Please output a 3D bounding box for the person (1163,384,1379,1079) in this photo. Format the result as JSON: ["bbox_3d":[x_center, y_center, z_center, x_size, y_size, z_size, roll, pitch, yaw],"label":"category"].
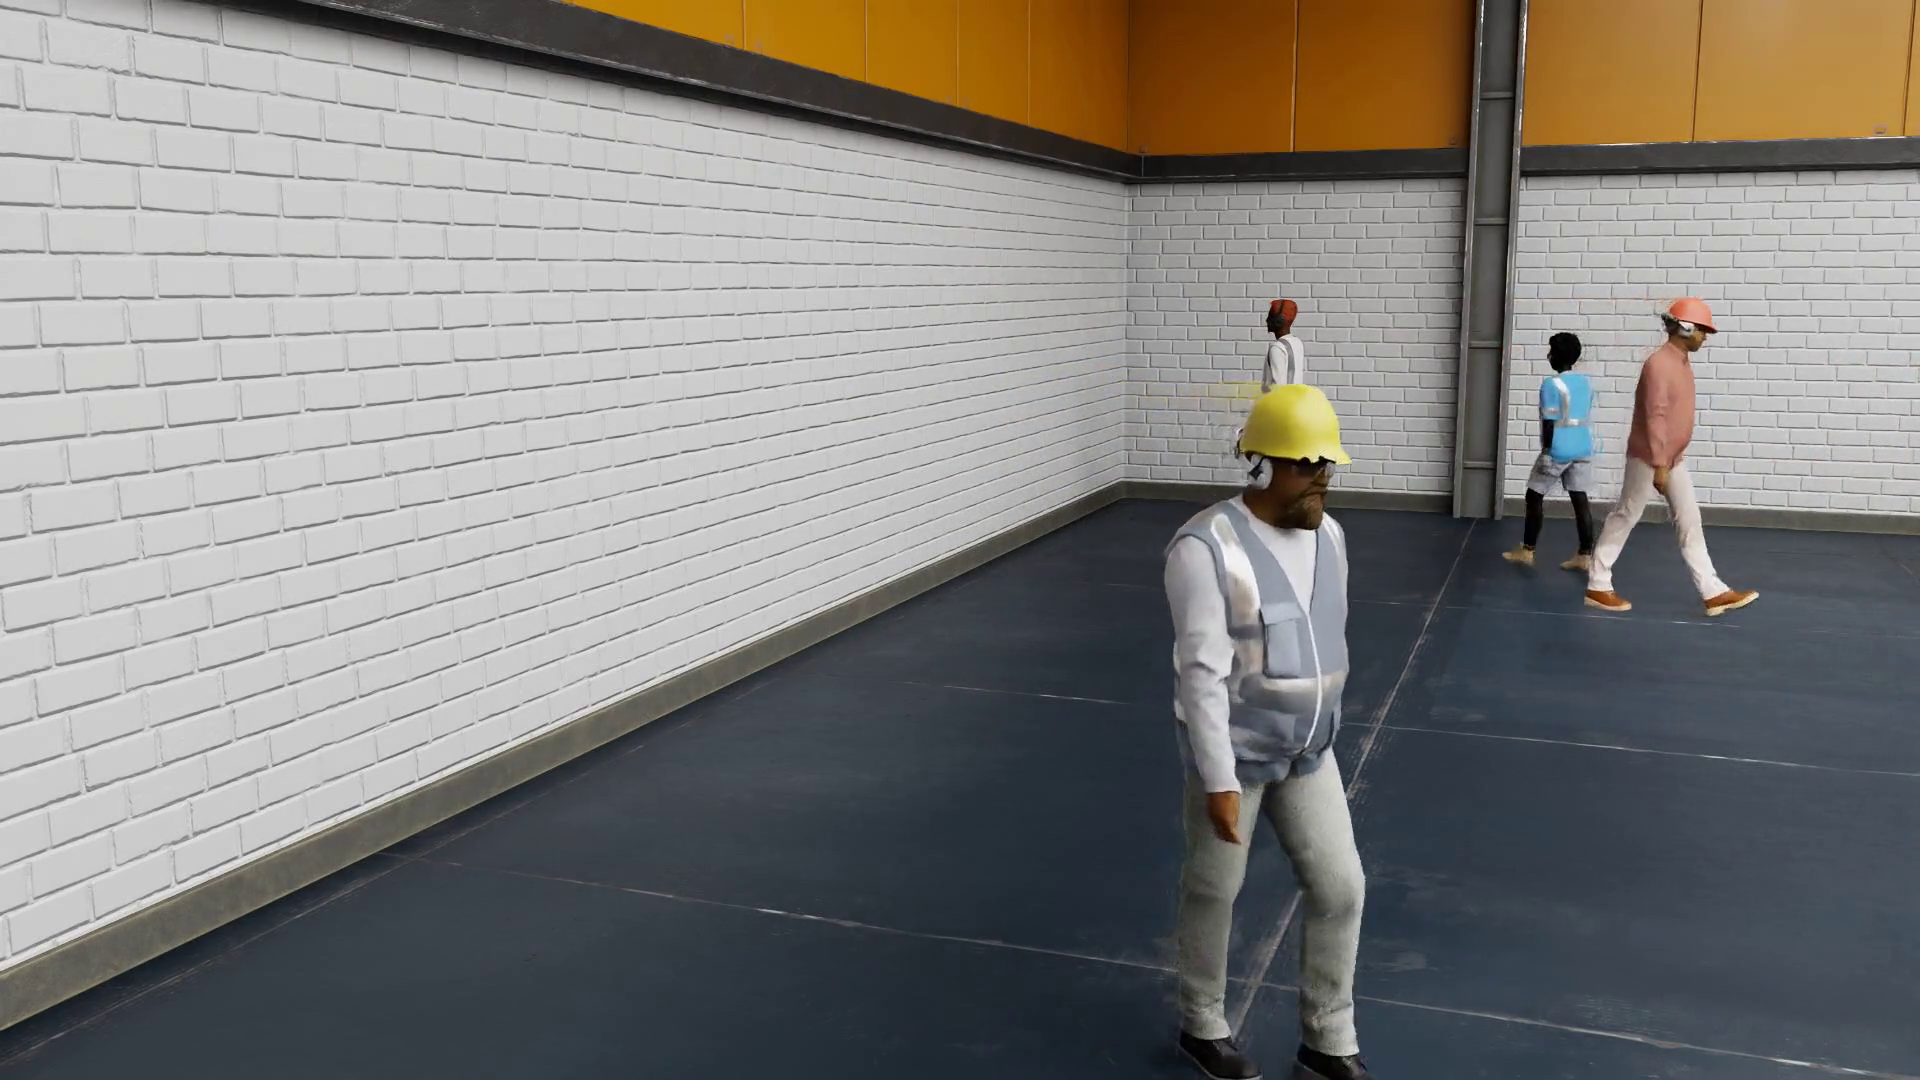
[{"bbox_3d":[0.793,0.529,4.073,0.594,1.804,0.707,-6,11,-32],"label":"person"}]

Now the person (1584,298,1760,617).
[{"bbox_3d":[4.326,-0.487,10.061,0.669,1.919,1.041,-9,13,-43],"label":"person"}]

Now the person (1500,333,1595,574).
[{"bbox_3d":[4.160,-0.612,11.659,0.553,1.662,0.747,-6,11,-33],"label":"person"}]

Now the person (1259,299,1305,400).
[{"bbox_3d":[2.539,-0.967,13.219,0.355,1.885,0.575,4,10,26],"label":"person"}]
